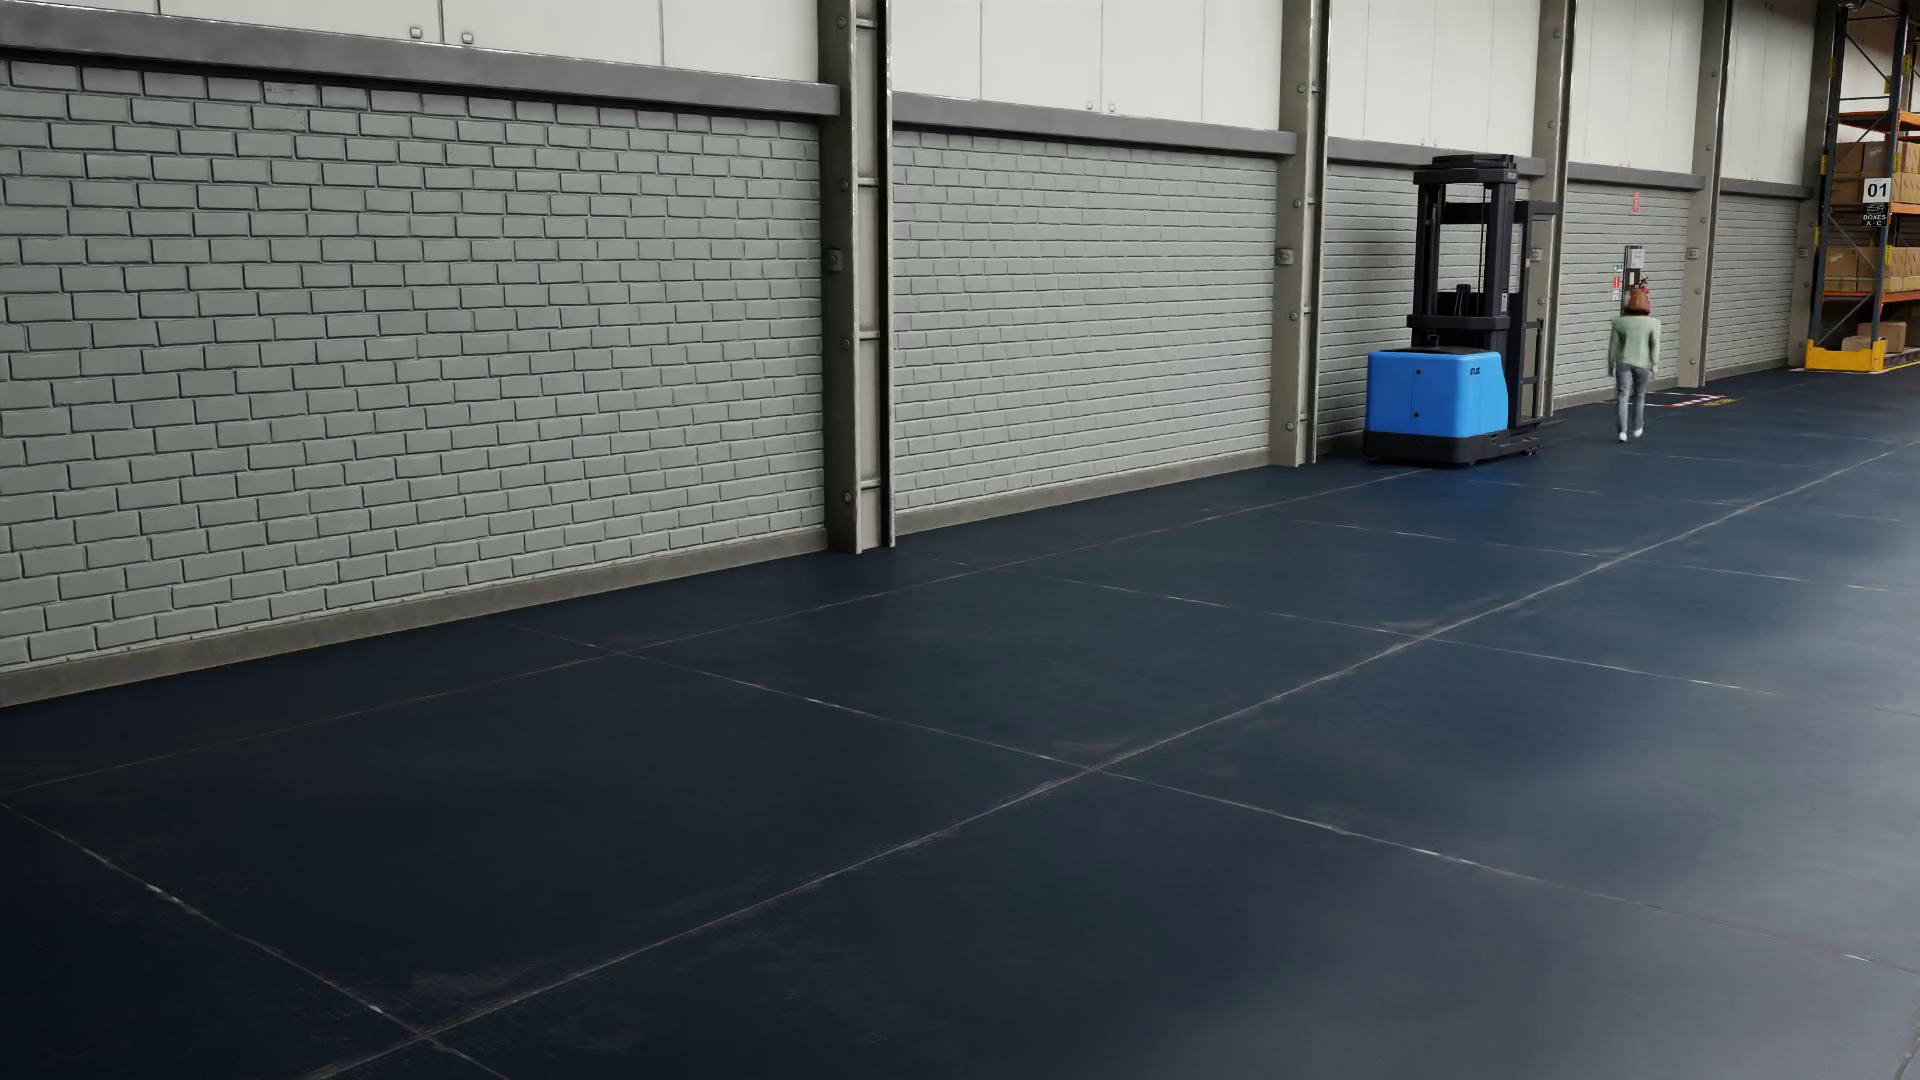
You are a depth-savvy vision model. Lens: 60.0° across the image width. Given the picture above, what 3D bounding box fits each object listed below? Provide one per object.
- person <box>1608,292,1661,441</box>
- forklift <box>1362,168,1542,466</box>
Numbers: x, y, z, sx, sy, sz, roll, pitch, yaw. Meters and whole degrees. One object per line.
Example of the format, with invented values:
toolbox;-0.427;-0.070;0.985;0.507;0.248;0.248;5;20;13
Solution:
person;7.231;-1.866;17.864;0.515;1.582;0.847;5;11;27
forklift;4.875;-2.212;16.287;1.129;2.768;1.873;8;13;40
